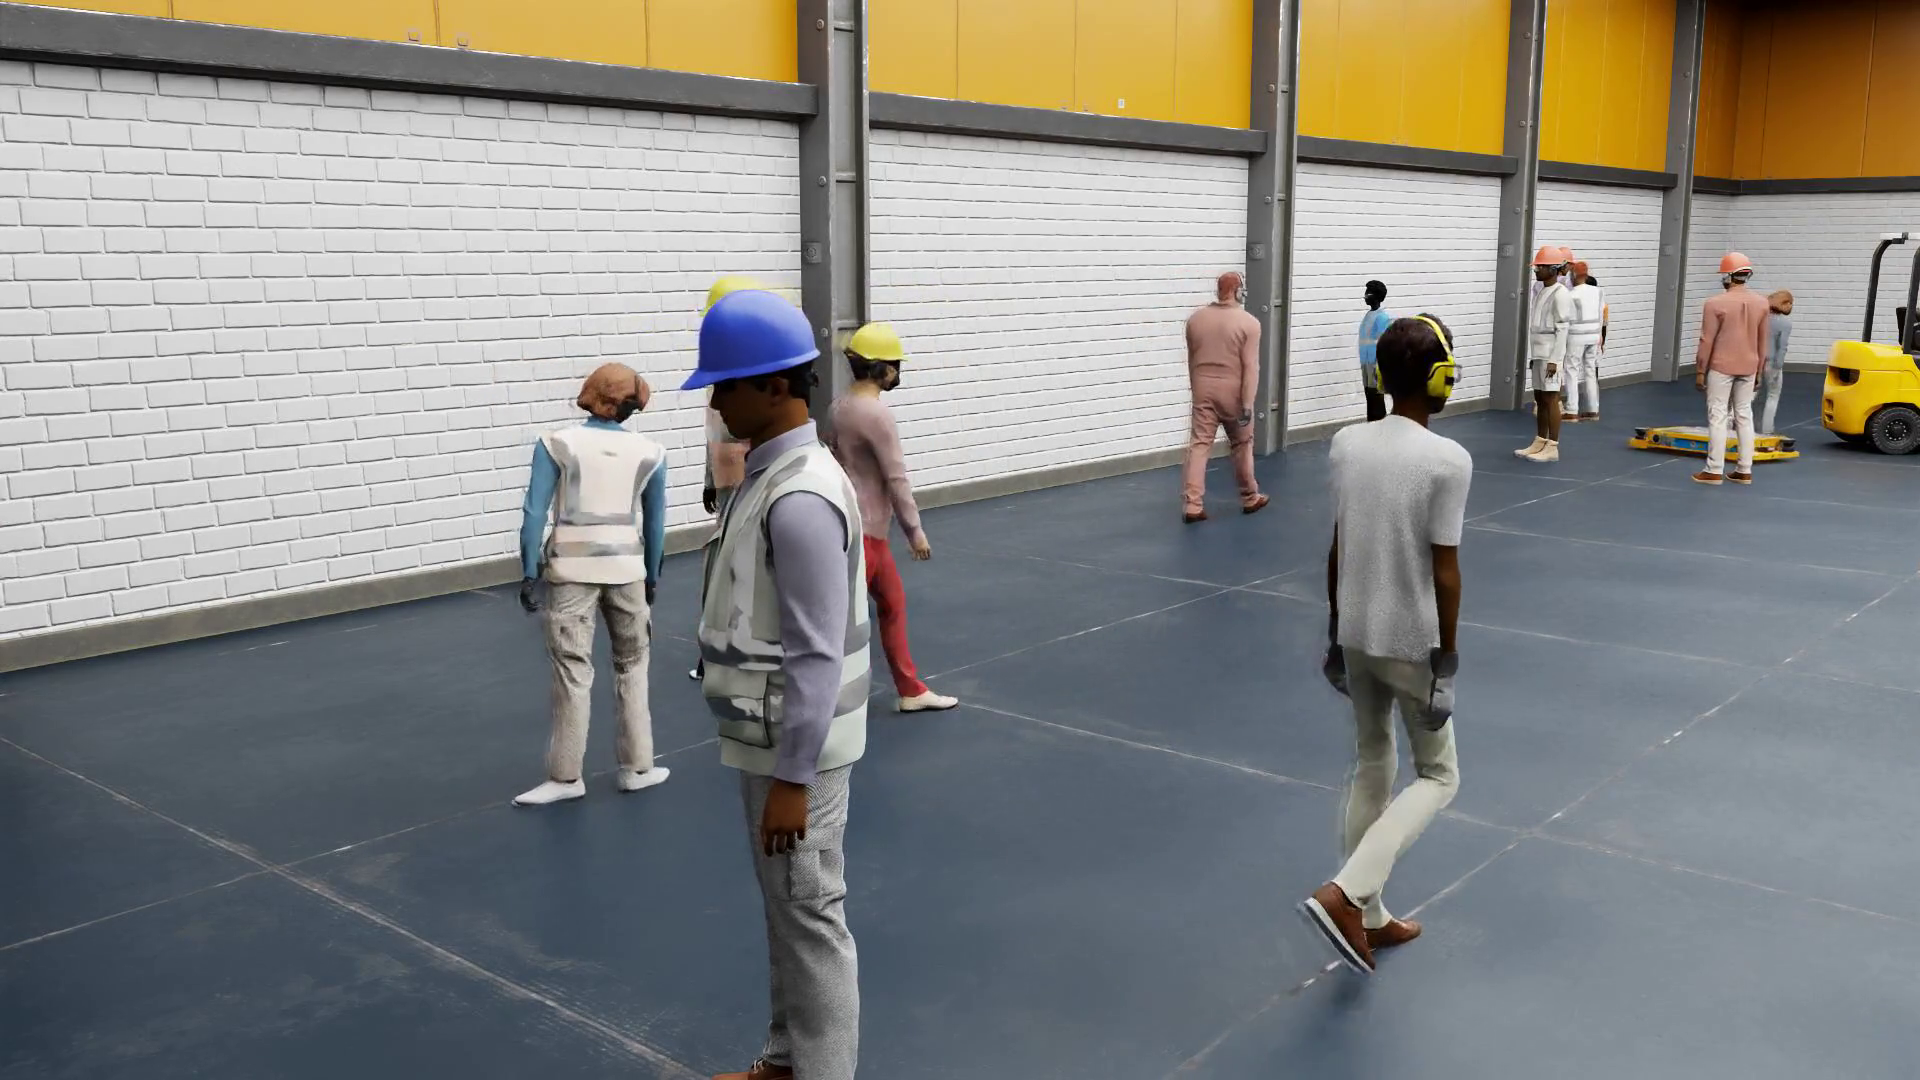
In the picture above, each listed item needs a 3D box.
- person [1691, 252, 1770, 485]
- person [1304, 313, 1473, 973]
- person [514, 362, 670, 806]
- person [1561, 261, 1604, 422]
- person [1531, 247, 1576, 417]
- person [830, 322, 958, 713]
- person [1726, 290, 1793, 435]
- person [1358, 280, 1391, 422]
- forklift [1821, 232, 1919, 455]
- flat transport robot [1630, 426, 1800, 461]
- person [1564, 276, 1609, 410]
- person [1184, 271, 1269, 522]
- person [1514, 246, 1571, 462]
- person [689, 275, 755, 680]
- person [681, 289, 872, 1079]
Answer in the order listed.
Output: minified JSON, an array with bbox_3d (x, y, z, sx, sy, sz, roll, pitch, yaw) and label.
[{"bbox_3d":[6.637,-1.472,14.341,0.617,1.987,0.403,-2,10,-9],"label":"person"},{"bbox_3d":[1.158,0.304,4.625,0.493,1.857,0.522,-7,12,-35],"label":"person"},{"bbox_3d":[-1.382,0.160,6.121,0.652,1.610,0.324,-6,11,-29],"label":"person"},{"bbox_3d":[7.227,-2.302,19.381,0.608,1.872,0.433,-3,11,-19],"label":"person"},{"bbox_3d":[7.120,-2.472,19.904,0.404,2.033,0.608,-6,11,-29],"label":"person"},{"bbox_3d":[-0.447,-0.050,7.002,0.900,1.724,0.514,-3,10,-18],"label":"person"},{"bbox_3d":[8.415,-1.823,17.432,0.713,1.598,0.519,-5,11,-28],"label":"person"},{"bbox_3d":[4.308,-1.855,17.344,0.319,1.696,0.532,-1,10,-5],"label":"person"},{"bbox_3d":[9.955,-1.972,16.595,2.313,2.155,1.214,1,10,8],"label":"forklift"},{"bbox_3d":[7.372,-0.956,16.285,0.652,0.197,1.431,-5,11,-27],"label":"flat transport robot"},{"bbox_3d":[7.709,-2.409,20.528,0.532,1.691,0.321,2,10,14],"label":"person"},{"bbox_3d":[1.985,-1.076,12.458,0.652,1.853,0.981,7,12,35],"label":"person"},{"bbox_3d":[5.563,-1.764,15.836,0.379,2.045,0.605,0,10,0],"label":"person"},{"bbox_3d":[-0.970,-0.304,7.933,0.710,1.905,0.598,-6,12,-31],"label":"person"},{"bbox_3d":[-0.391,0.429,3.647,0.395,1.941,0.601,-2,10,-13],"label":"person"}]
